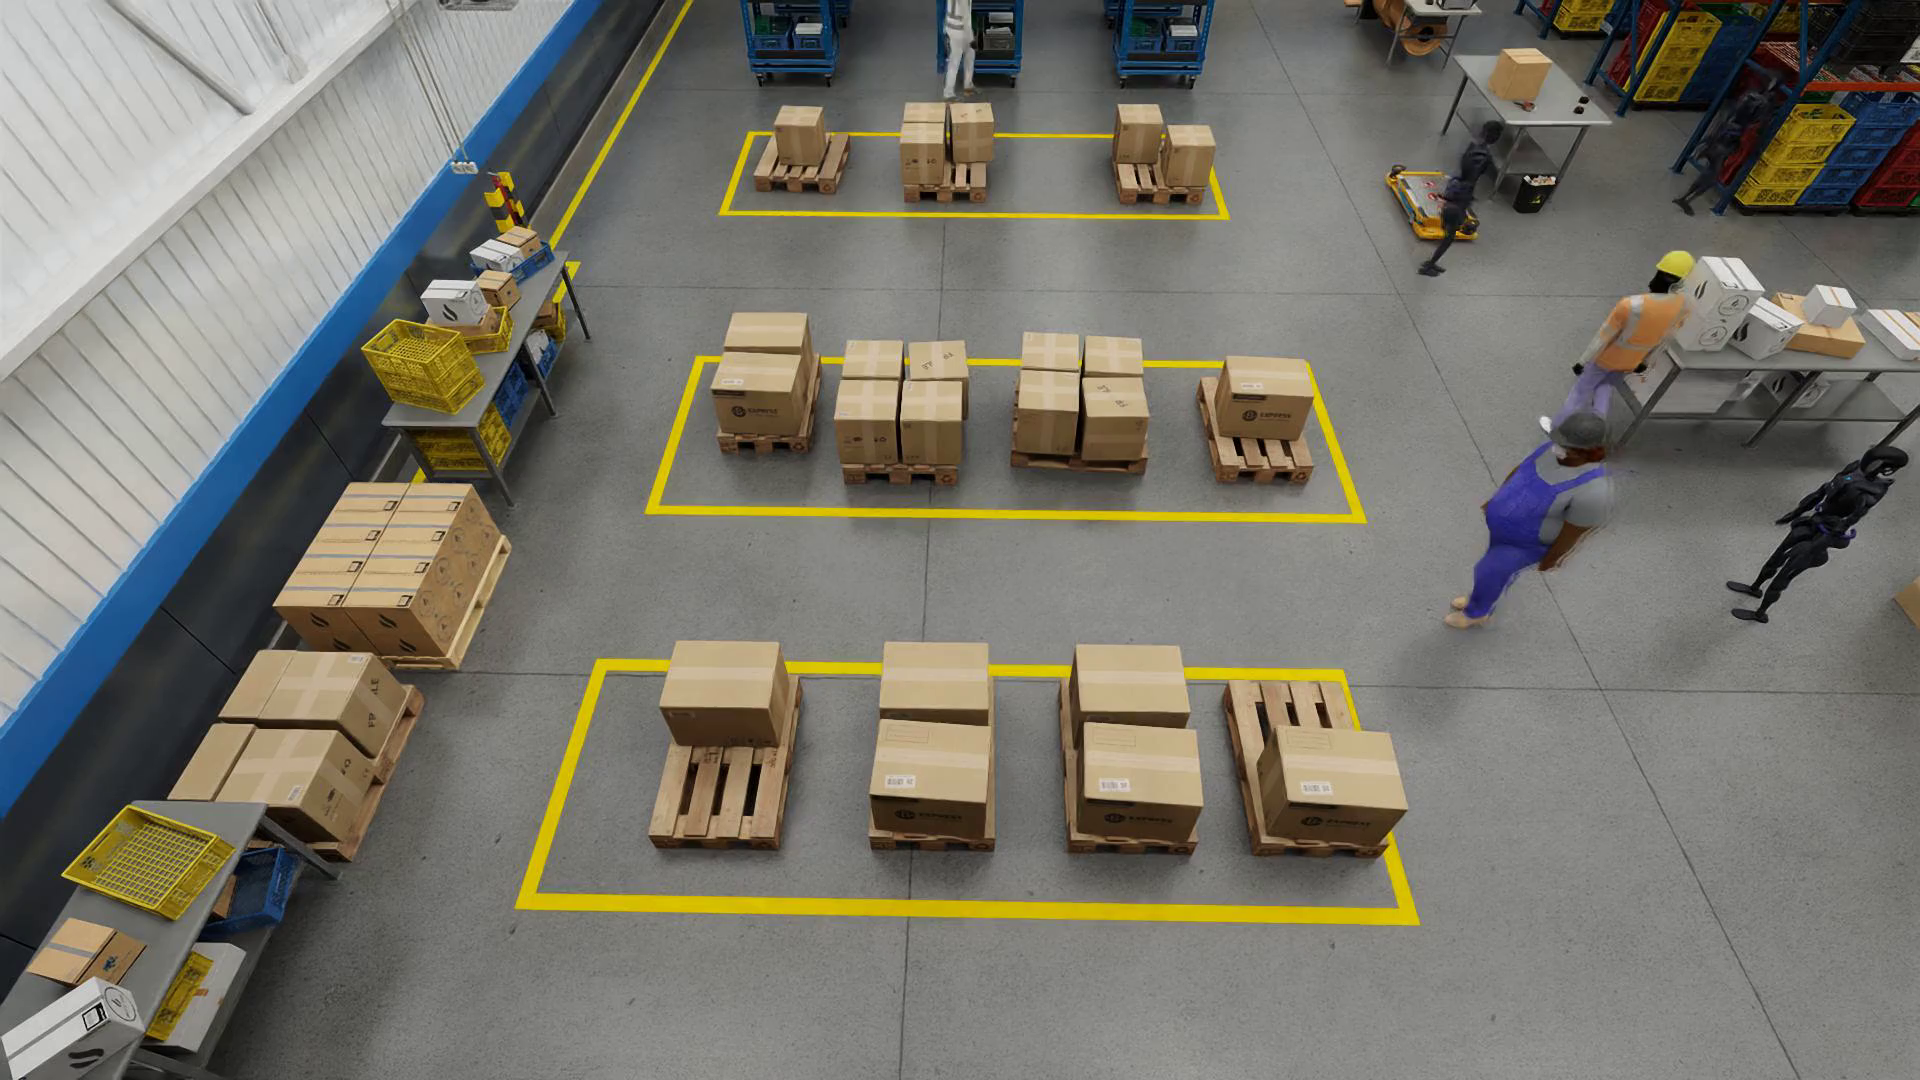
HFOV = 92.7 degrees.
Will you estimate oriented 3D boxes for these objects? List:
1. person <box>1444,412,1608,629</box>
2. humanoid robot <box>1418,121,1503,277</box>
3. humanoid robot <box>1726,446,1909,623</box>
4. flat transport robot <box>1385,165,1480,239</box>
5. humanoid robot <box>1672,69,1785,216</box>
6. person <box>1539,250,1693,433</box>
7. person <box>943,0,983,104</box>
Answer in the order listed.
[{"bbox_3d":[3.936,-0.128,6.473,0.608,2.000,0.691,1,49,1],"label":"person"},{"bbox_3d":[5.318,-3.585,9.716,0.394,1.634,0.608,22,53,18],"label":"humanoid robot"},{"bbox_3d":[6.190,-0.044,6.640,0.334,1.648,0.576,19,52,16],"label":"humanoid robot"},{"bbox_3d":[5.692,-4.094,11.059,0.652,0.197,1.431,1,49,1],"label":"flat transport robot"},{"bbox_3d":[8.881,-4.529,10.528,0.546,1.645,0.575,-19,52,-16],"label":"humanoid robot"},{"bbox_3d":[5.594,-1.562,7.800,0.606,1.903,0.490,1,49,1],"label":"person"},{"bbox_3d":[0.085,-6.910,12.465,0.755,1.858,0.579,-7,49,-6],"label":"person"}]
